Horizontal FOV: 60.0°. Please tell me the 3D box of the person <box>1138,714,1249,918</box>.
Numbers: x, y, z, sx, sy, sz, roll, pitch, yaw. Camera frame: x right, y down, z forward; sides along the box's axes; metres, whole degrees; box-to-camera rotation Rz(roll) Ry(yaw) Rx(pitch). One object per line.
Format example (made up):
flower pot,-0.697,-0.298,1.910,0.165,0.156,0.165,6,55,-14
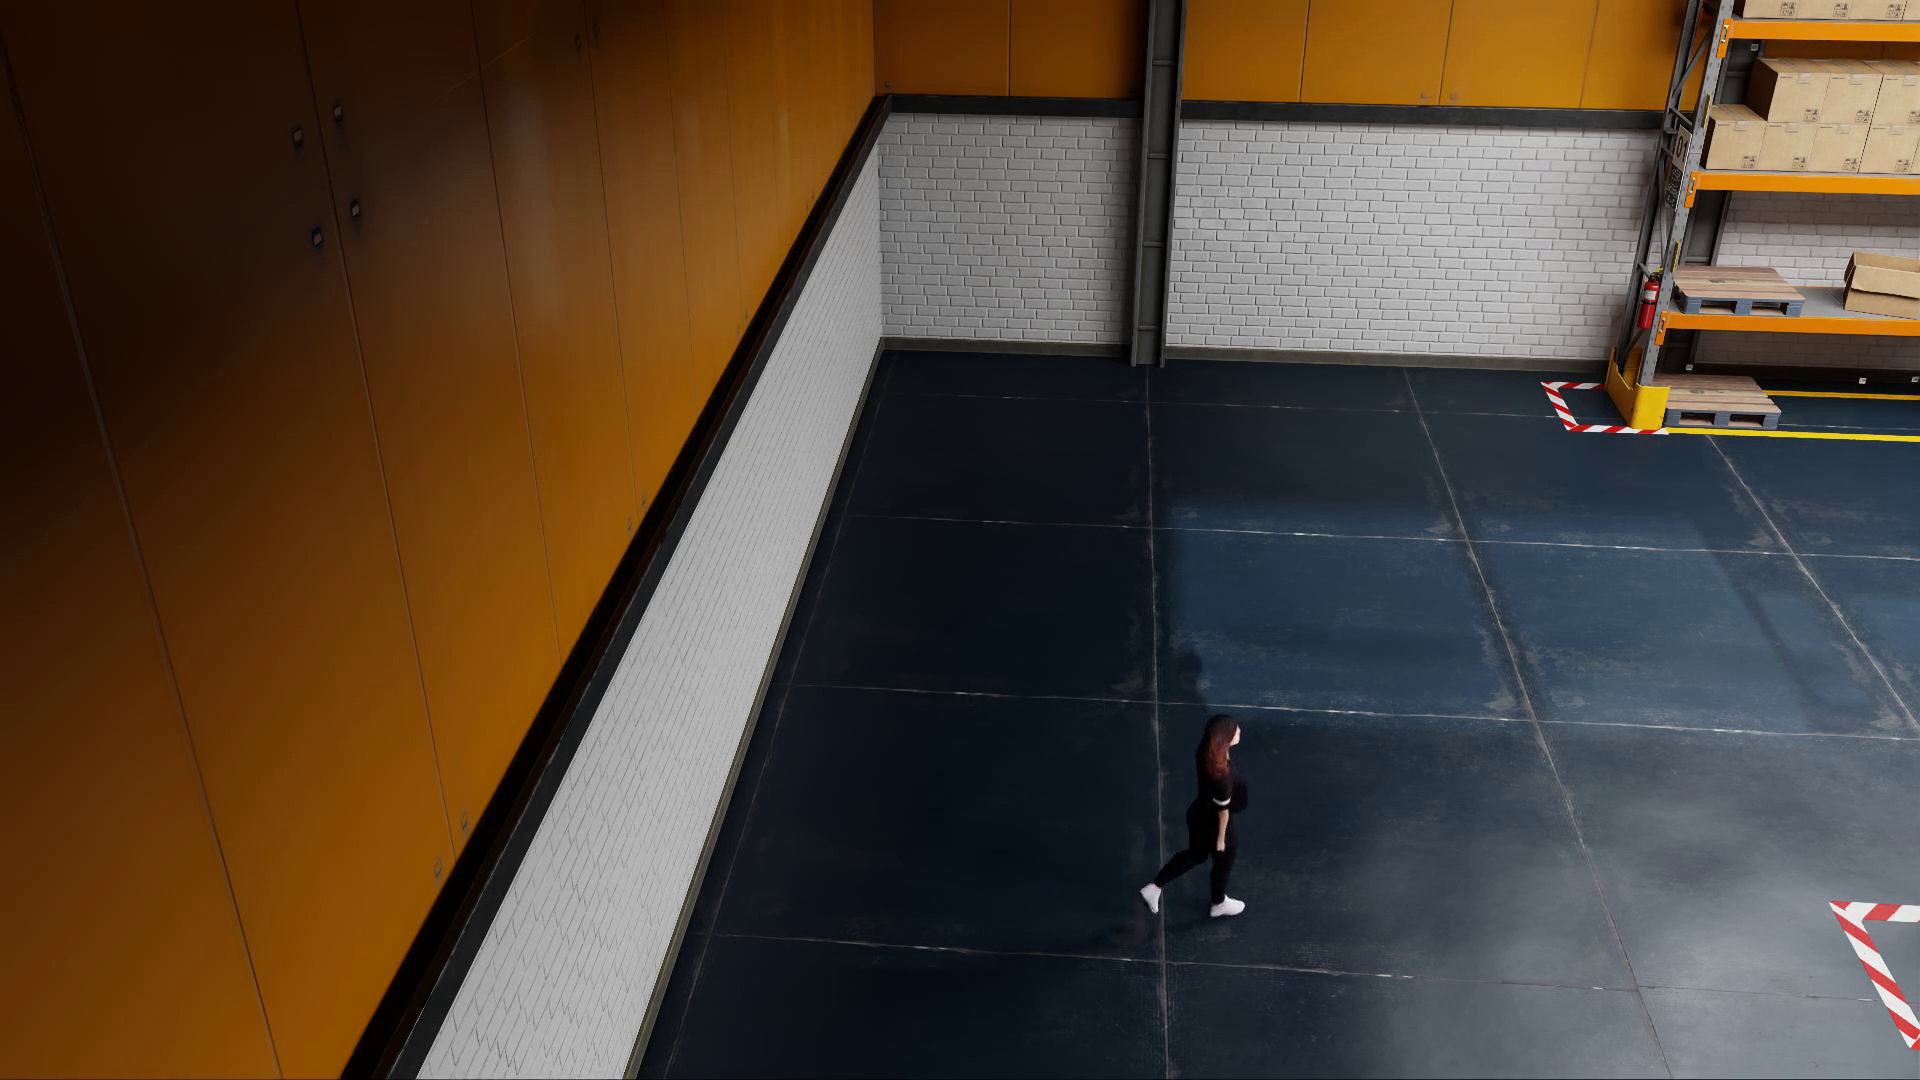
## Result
person,1.557,1.836,10.783,1.068,1.622,0.809,-7,29,-12
